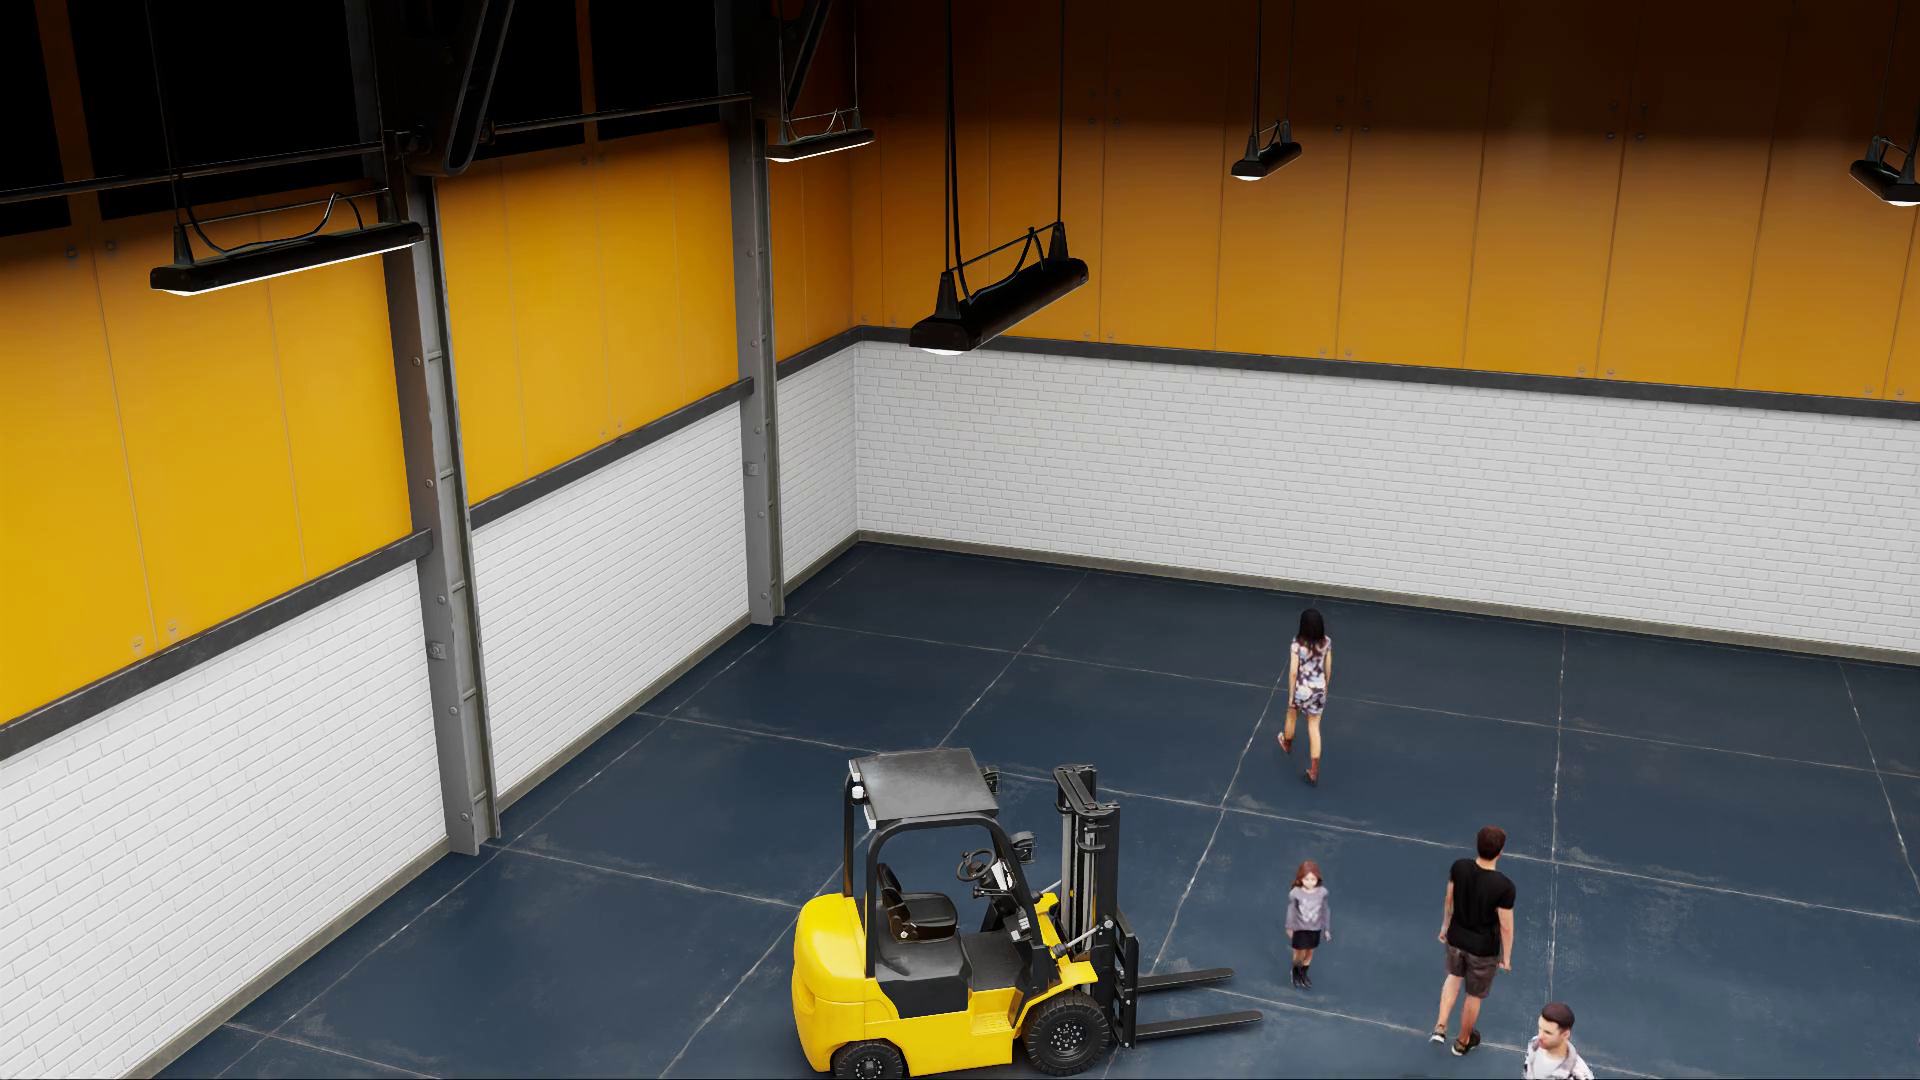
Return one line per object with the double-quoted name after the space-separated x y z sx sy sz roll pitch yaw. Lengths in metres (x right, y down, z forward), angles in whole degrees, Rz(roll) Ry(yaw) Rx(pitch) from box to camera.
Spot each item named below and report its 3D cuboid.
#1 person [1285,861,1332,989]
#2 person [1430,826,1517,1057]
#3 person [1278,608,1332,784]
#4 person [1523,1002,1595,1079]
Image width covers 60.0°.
2.679 2.957 12.923 0.562 1.092 0.605 -4 19 -12 "person"
3.619 2.901 11.894 0.859 1.854 0.925 17 25 42 "person"
3.415 1.543 16.188 0.967 1.687 1.203 -3 19 -8 "person"
3.567 3.569 9.940 1.148 1.836 1.110 -7 20 -21 "person"
